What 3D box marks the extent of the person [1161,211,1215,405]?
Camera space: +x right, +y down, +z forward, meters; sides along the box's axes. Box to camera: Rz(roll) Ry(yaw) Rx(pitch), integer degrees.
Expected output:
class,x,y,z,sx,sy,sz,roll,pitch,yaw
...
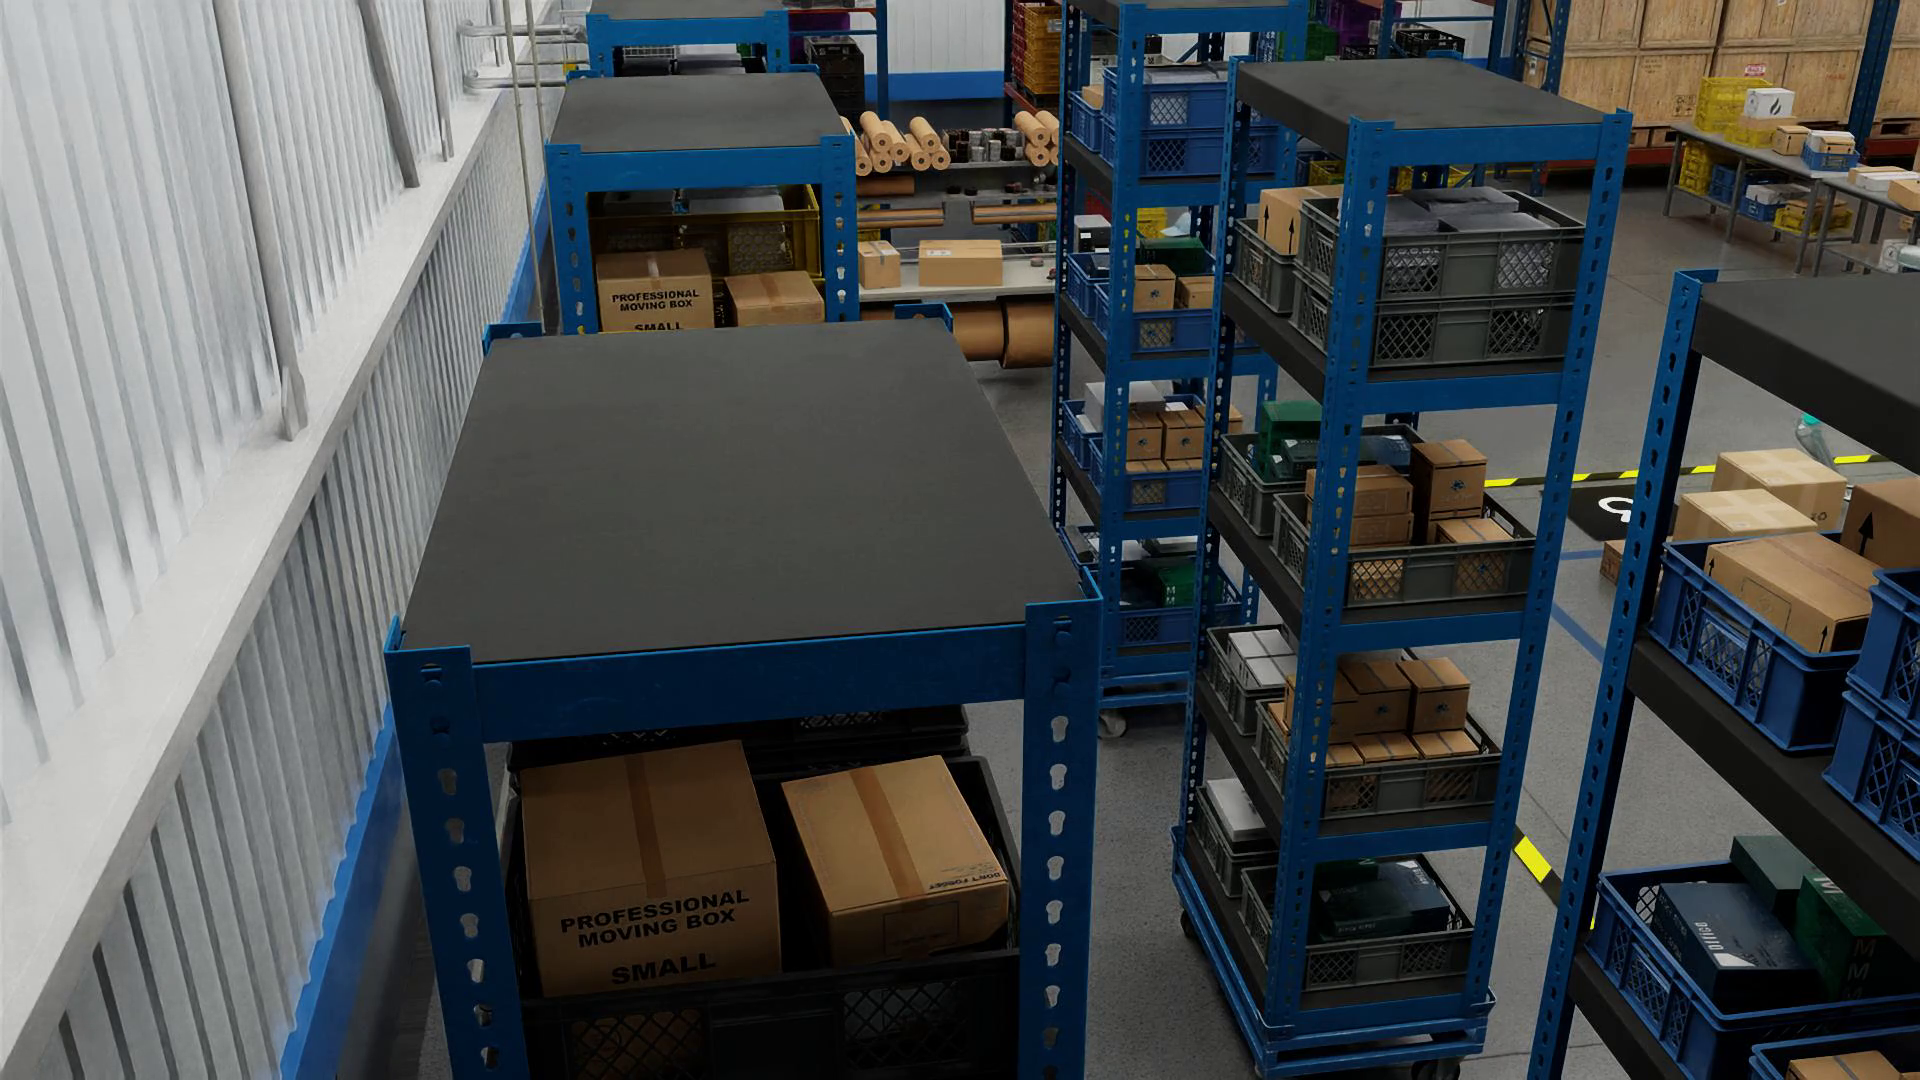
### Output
class,x,y,z,sx,sy,sz,roll,pitch,yaw
person,1.519,-1.309,11.249,0.400,1.851,0.590,-4,25,-9

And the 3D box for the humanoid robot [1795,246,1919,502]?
class,x,y,z,sx,sy,sz,roll,pitch,yaw
humanoid robot,5.774,-1.100,10.778,0.735,1.673,0.533,14,28,28
